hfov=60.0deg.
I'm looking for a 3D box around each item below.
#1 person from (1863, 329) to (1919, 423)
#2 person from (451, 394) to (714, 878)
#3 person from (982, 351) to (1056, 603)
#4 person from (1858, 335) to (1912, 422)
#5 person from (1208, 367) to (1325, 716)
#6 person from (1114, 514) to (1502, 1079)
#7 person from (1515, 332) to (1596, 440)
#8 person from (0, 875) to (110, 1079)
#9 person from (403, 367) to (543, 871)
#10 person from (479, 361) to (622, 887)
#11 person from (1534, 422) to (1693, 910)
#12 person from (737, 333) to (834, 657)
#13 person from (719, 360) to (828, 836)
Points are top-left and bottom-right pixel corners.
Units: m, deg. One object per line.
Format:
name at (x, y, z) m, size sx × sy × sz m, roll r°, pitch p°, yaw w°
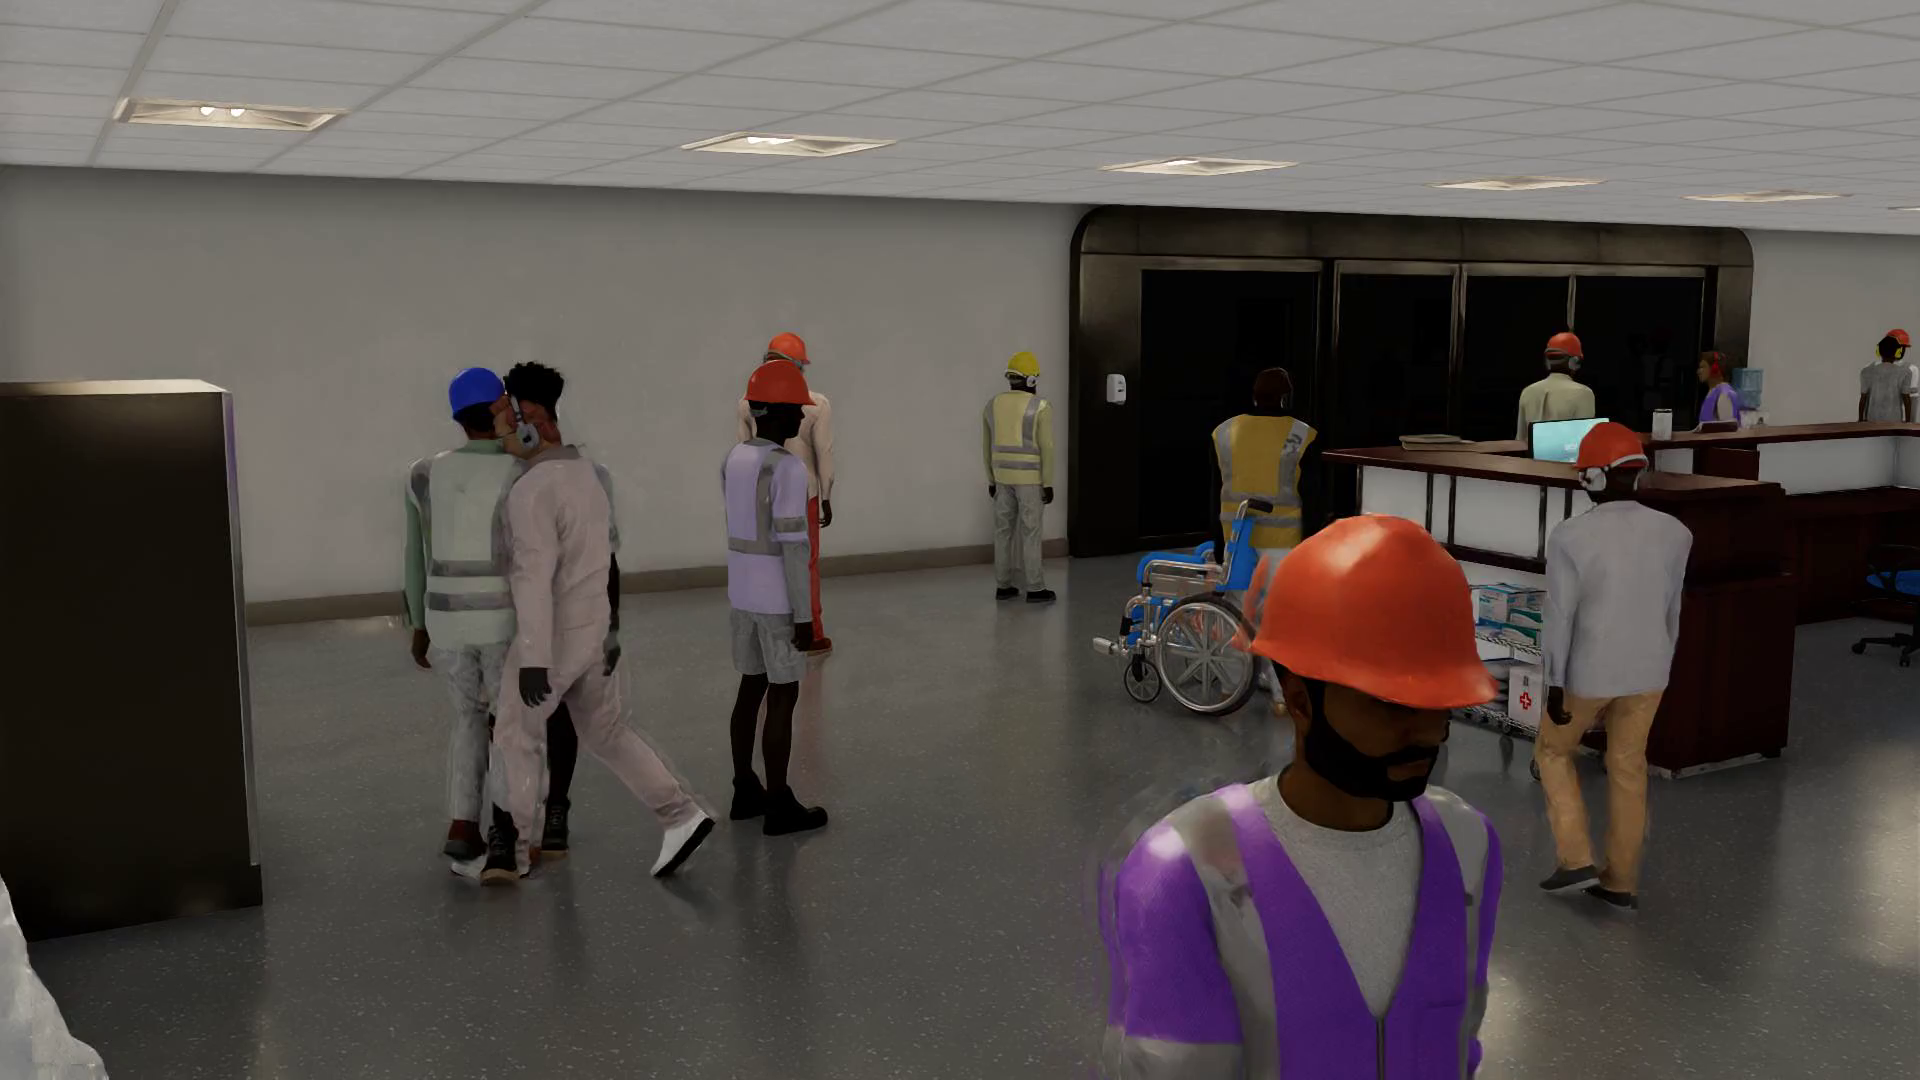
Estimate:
person at (9.776, -1.248, 17.491) m, size 0.376 × 1.932 × 0.551 m, roll -6°, pitch 10°, yaw -39°
person at (-1.413, 0.362, 6.160) m, size 0.928 × 1.853 × 0.714 m, roll 2°, pitch 8°, yaw 13°
person at (0.447, -0.458, 12.135) m, size 0.591 × 1.833 × 0.404 m, roll 6°, pitch 10°, yaw 35°
person at (9.592, -1.179, 17.266) m, size 0.520 × 1.862 × 0.327 m, roll 6°, pitch 10°, yaw 39°
person at (1.613, 0.010, 8.769) m, size 0.633 × 1.835 × 0.429 m, roll 5°, pitch 9°, yaw 30°
person at (0.460, 0.920, 1.966) m, size 0.552 × 1.896 × 0.856 m, roll -3°, pitch 8°, yaw -19°
person at (4.167, -0.445, 11.615) m, size 0.476 × 1.981 × 0.670 m, roll -5°, pitch 9°, yaw -33°
person at (-1.387, 0.934, 2.121) m, size 0.579 × 1.828 × 1.018 m, roll 4°, pitch 9°, yaw 28°
person at (-1.739, 0.322, 6.199) m, size 0.660 × 1.916 × 0.441 m, roll 2°, pitch 8°, yaw 13°
person at (-1.573, 0.313, 6.170) m, size 0.623 × 1.930 × 0.847 m, roll -1°, pitch 8°, yaw -9°
person at (2.299, 0.449, 5.920) m, size 0.569 × 1.737 × 0.371 m, roll -1°, pitch 8°, yaw -8°
person at (-1.066, -0.273, 10.239) m, size 0.612 × 1.987 × 0.401 m, roll 1°, pitch 8°, yaw 10°
person at (-0.755, 0.232, 6.812) m, size 0.380 × 1.931 × 0.545 m, roll -6°, pitch 10°, yaw -37°
